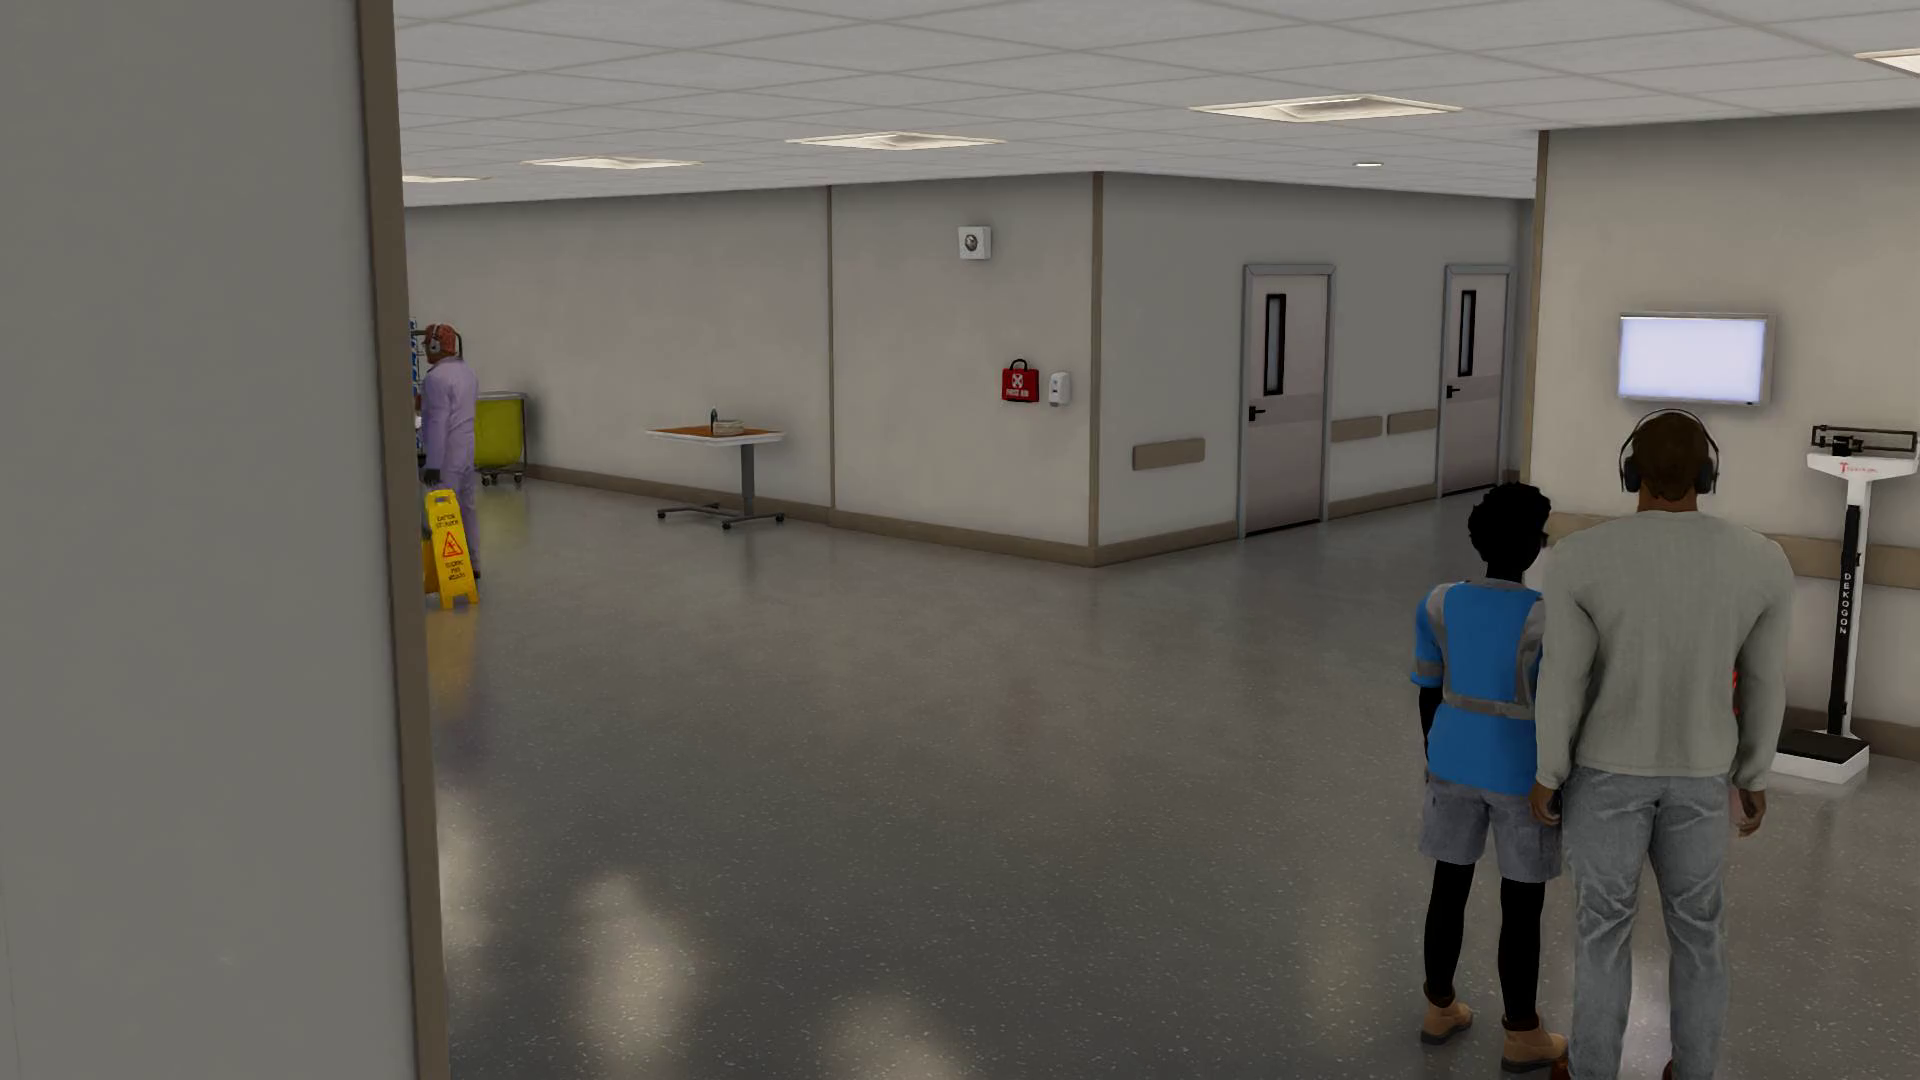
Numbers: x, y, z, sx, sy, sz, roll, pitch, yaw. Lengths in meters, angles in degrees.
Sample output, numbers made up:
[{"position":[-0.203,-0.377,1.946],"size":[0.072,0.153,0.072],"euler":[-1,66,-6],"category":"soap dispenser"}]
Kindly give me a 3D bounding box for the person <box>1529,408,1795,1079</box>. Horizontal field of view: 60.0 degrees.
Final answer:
[{"position":[1.842,0.619,4.432],"size":[0.636,1.936,0.355],"euler":[1,9,5],"category":"person"}]

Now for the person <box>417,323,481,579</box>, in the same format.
[{"position":[-3.741,-0.619,12.122],"size":[0.401,1.905,0.652],"euler":[1,9,6],"category":"person"}]

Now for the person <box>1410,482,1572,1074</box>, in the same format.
[{"position":[1.553,0.680,4.808],"size":[0.321,1.692,0.530],"euler":[-8,13,-42],"category":"person"}]
